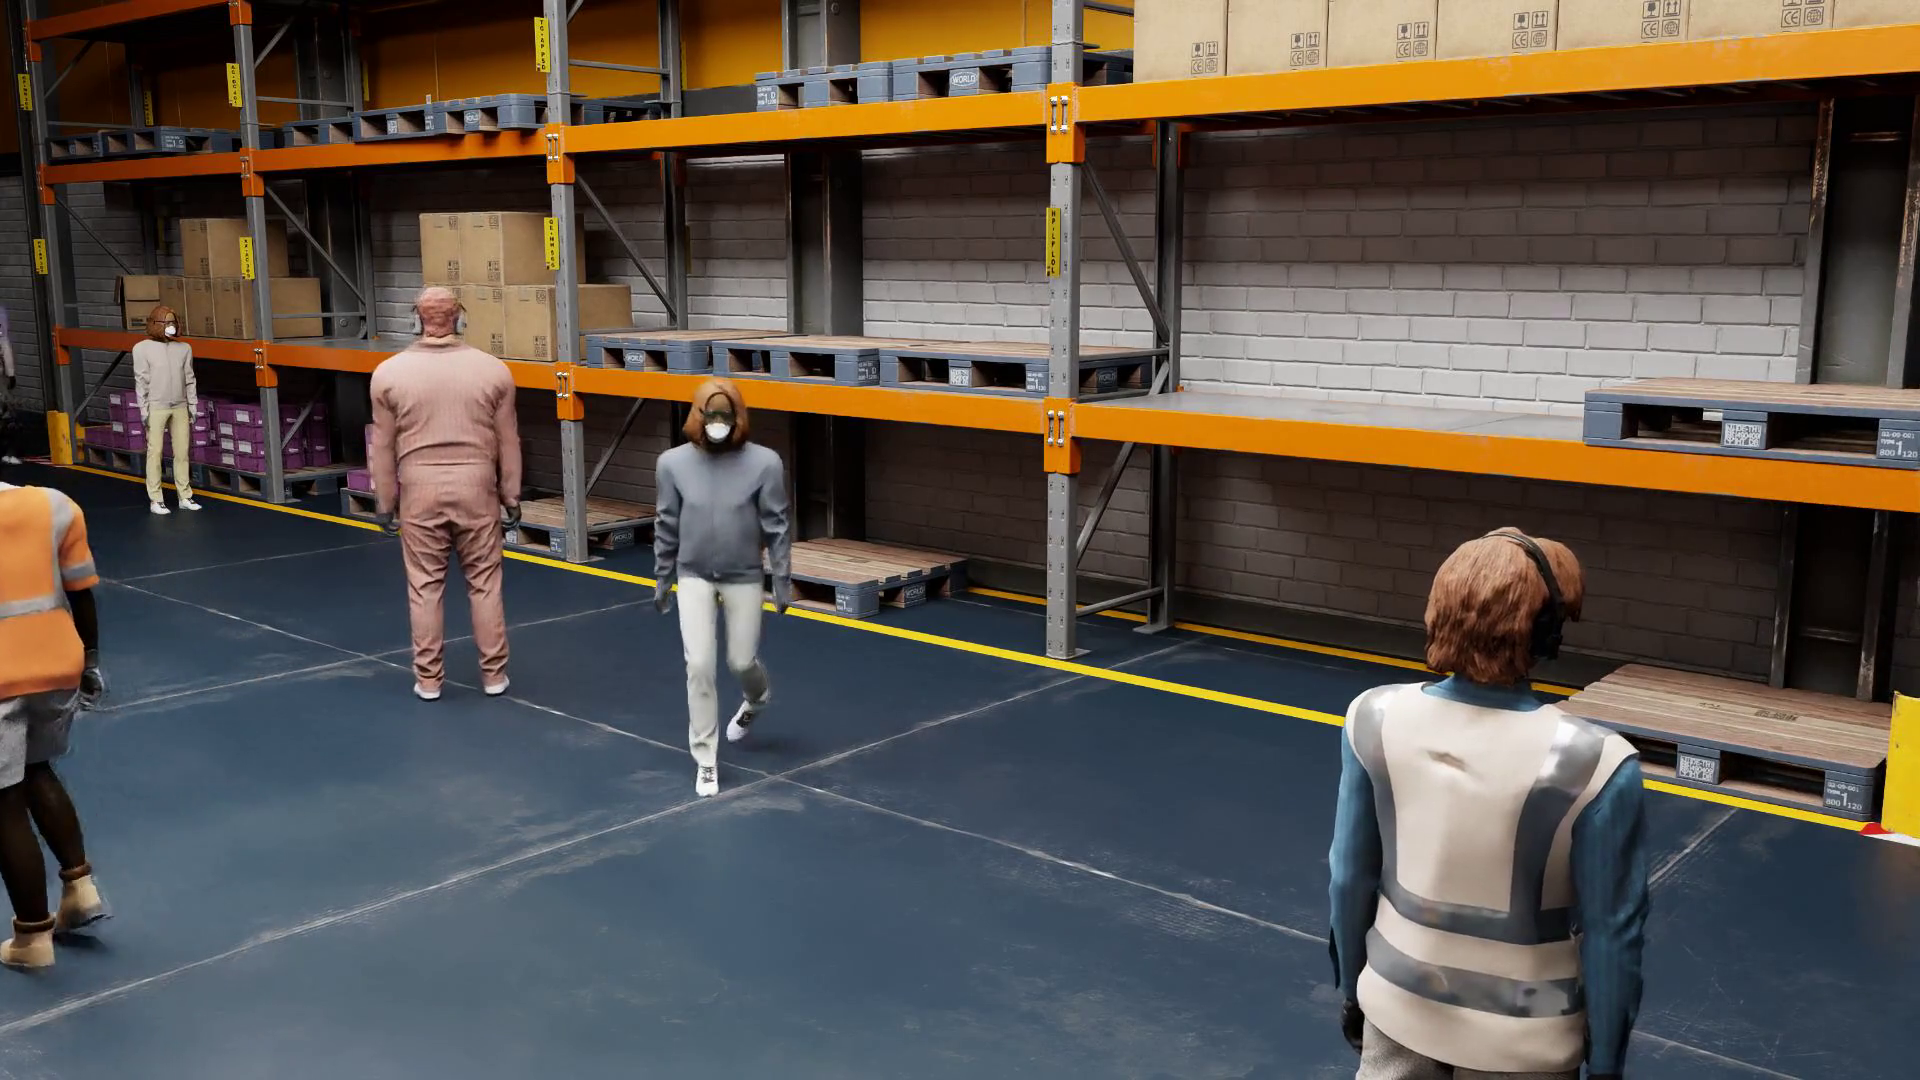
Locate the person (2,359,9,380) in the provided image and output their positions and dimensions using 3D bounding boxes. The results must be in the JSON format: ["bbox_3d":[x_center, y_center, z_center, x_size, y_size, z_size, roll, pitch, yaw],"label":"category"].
[{"bbox_3d":[-9.907,-1.795,16.841,0.518,1.855,0.608,-5,11,-26],"label":"person"}]

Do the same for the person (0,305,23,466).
[{"bbox_3d":[-9.206,-1.622,15.659,0.610,1.918,0.441,-1,10,-7],"label":"person"}]

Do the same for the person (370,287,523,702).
[{"bbox_3d":[-2.332,-0.197,7.619,0.653,1.898,0.406,-3,10,-18],"label":"person"}]

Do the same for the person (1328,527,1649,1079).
[{"bbox_3d":[0.827,0.797,2.684,0.515,1.640,0.315,9,14,42],"label":"person"}]

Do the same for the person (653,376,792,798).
[{"bbox_3d":[-0.919,0.144,6.504,0.541,1.604,0.632,0,10,-2],"label":"person"}]

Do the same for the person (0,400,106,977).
[{"bbox_3d":[-2.730,0.410,4.761,0.400,1.680,0.547,5,11,26],"label":"person"}]

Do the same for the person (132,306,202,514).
[{"bbox_3d":[-6.225,-1.019,13.068,0.277,1.629,0.497,7,12,33],"label":"person"}]
